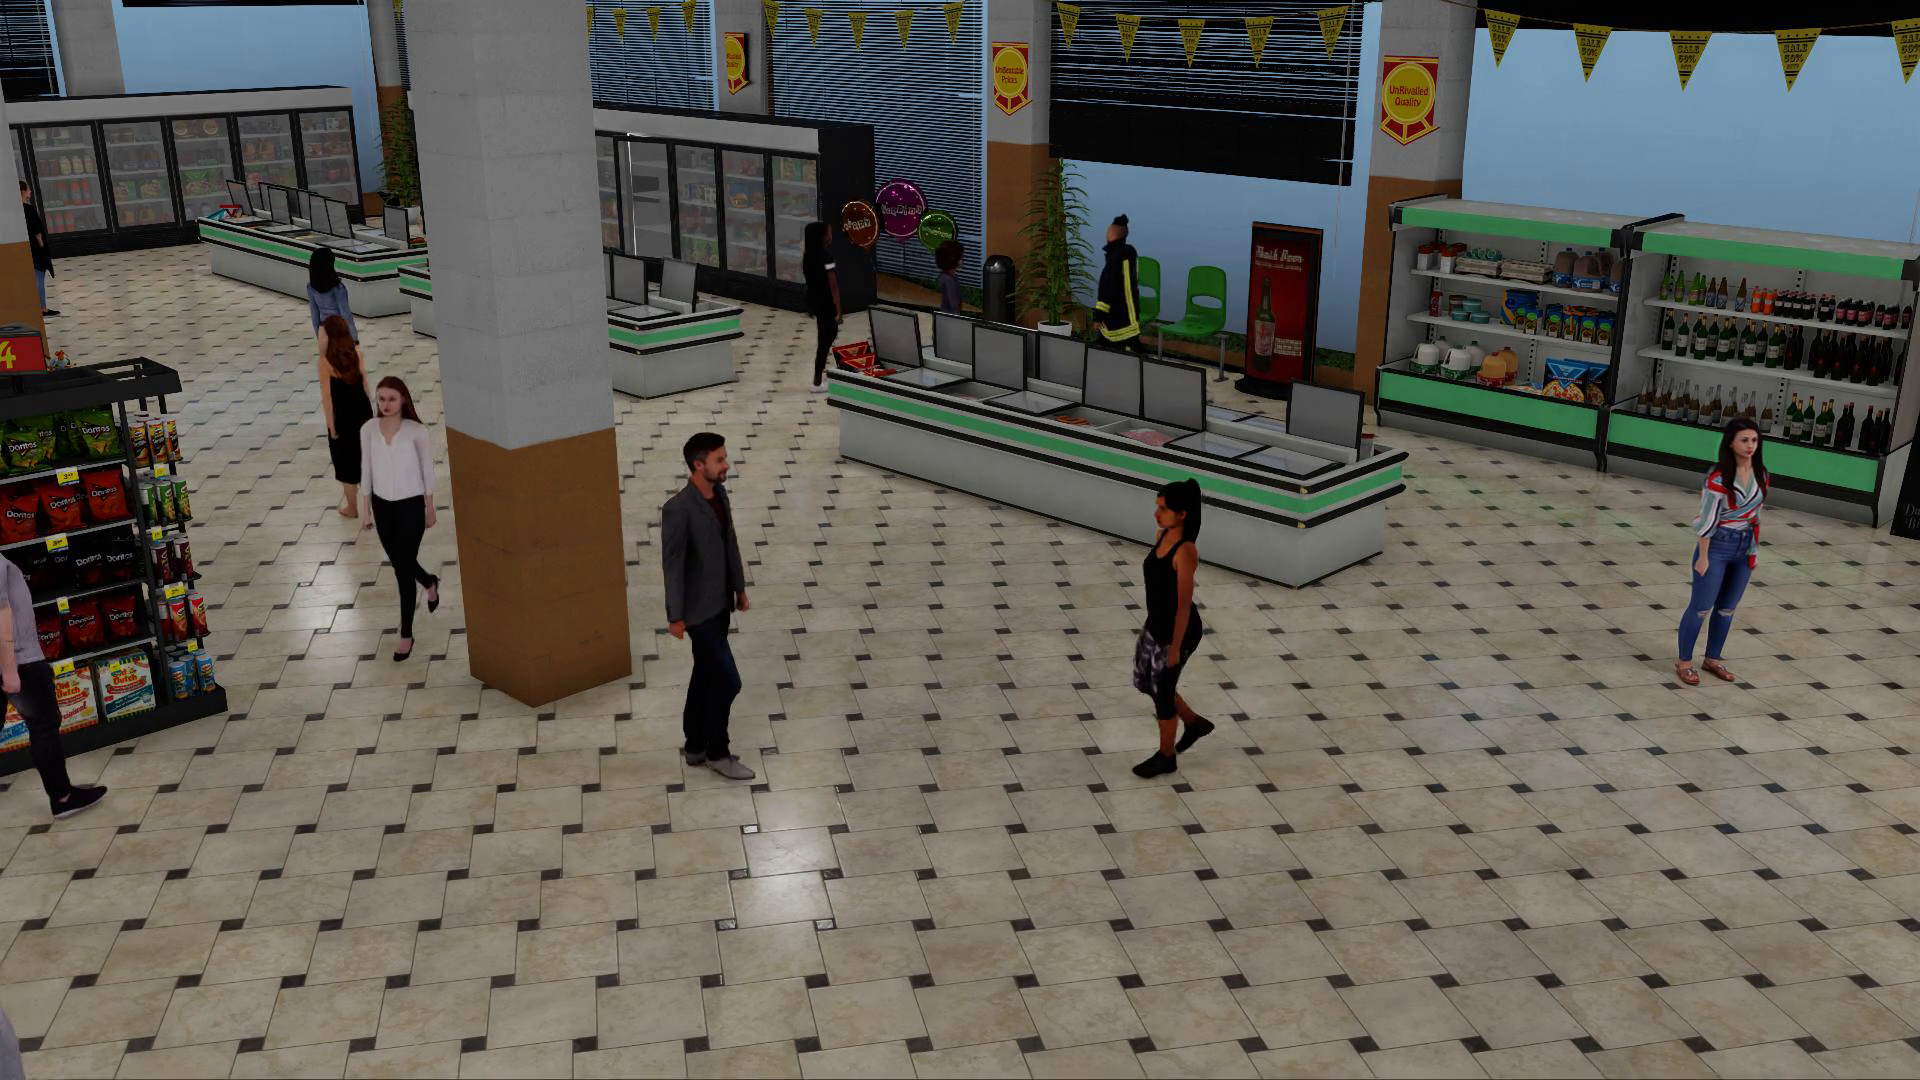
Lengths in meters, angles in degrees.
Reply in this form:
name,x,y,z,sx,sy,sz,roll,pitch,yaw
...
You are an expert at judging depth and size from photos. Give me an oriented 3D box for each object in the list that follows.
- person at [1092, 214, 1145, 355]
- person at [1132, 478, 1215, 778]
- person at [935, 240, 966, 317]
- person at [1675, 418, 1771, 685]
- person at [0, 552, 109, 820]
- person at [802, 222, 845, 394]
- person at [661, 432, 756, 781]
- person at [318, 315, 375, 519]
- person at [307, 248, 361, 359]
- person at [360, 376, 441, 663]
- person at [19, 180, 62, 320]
name,x,y,z,sx,sy,sz,roll,pitch,yaw
person,1.651,-2.238,16.317,1.267,1.828,1.053,7,20,21
person,1.163,0.463,8.579,0.816,1.656,0.765,-3,19,-9
person,-0.174,-1.961,15.694,0.756,1.703,0.699,0,19,0
person,4.525,0.061,9.840,0.669,1.612,0.674,-5,19,-13
person,-4.679,0.593,7.945,1.119,1.814,0.897,12,22,32
person,-1.465,-2.331,16.770,0.739,1.717,0.640,-13,22,-33
person,-1.396,0.337,8.635,0.894,1.857,0.860,5,19,15
person,-4.605,-0.905,12.708,0.899,1.609,0.612,14,23,37
person,-5.606,-1.746,14.942,0.635,1.774,0.743,8,20,22
person,-3.443,-0.169,10.334,1.102,1.731,1.091,3,19,8
person,-11.504,-3.596,20.572,0.605,1.683,0.757,9,21,25
